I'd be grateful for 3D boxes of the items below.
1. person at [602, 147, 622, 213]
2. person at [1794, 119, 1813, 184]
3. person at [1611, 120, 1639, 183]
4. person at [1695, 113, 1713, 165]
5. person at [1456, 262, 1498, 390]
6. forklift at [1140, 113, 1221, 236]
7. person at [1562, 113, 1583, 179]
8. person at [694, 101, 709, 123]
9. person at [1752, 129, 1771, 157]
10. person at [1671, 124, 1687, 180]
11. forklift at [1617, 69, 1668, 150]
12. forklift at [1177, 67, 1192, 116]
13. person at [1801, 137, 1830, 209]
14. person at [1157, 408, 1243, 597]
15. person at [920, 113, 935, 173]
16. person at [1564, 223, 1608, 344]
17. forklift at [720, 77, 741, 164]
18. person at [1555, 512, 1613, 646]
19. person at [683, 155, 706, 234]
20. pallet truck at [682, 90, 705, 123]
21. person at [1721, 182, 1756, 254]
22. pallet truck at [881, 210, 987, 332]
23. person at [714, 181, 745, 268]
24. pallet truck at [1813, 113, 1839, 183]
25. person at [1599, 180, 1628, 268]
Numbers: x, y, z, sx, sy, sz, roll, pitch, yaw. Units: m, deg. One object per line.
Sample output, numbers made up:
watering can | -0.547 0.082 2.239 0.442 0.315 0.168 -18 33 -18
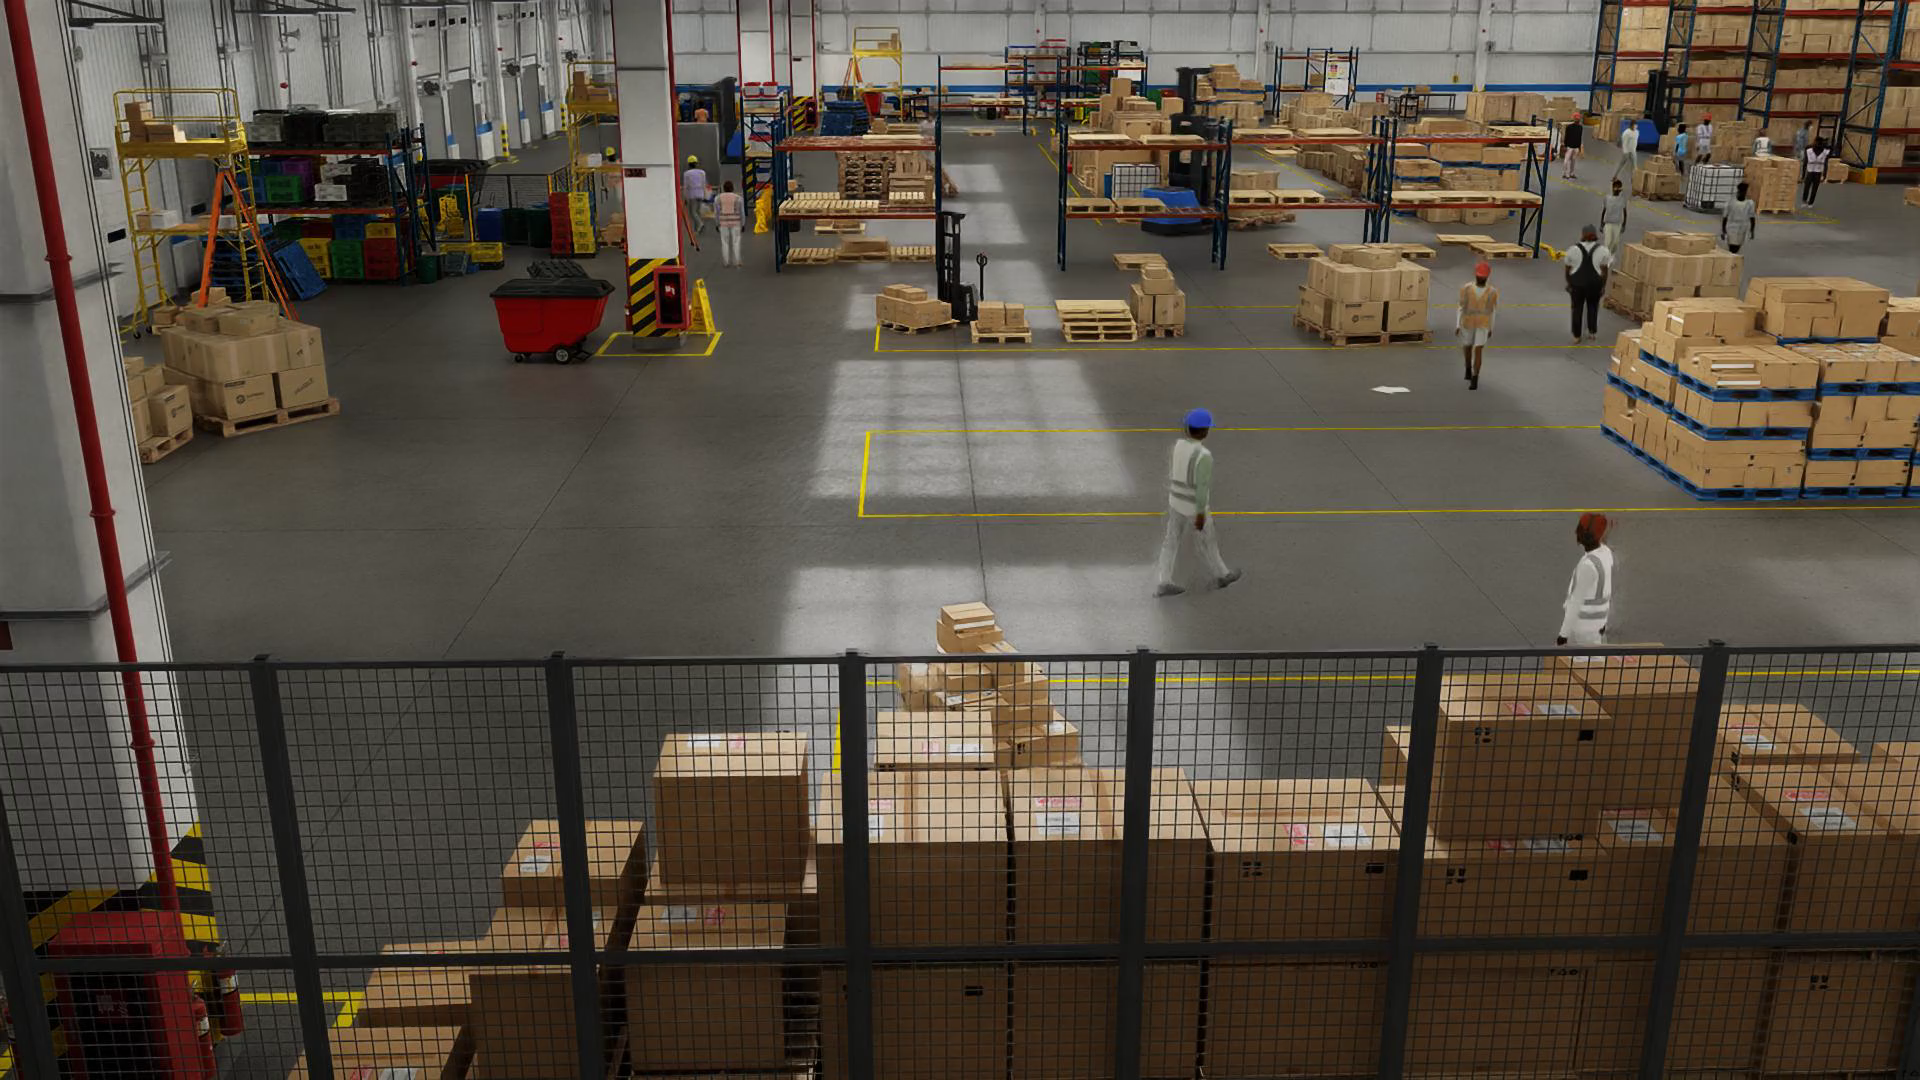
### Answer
person | -8.708 -8.906 41.818 0.583 1.881 0.898 0 19 0
person | 25.328 -11.697 50.057 0.419 1.917 0.662 17 25 41
person | 20.159 -11.728 50.201 0.647 1.894 1.024 -7 20 -21
person | 23.320 -12.379 52.069 0.570 1.915 0.571 -5 19 -13
person | 7.795 -3.274 25.095 0.549 1.909 0.879 8 20 21
forklift | 5.398 -8.829 40.064 1.873 2.768 1.129 -13 23 -34
person | 18.894 -12.150 51.274 0.622 1.997 0.371 -7 20 -19
person | -9.374 -15.084 60.439 0.539 1.698 0.318 -5 19 -16
person | 24.309 -11.623 50.351 0.520 1.597 0.825 -1 19 -2
person | 22.019 -11.893 50.986 0.534 1.679 0.560 -13 22 -33
forklift | 24.781 -15.375 59.481 1.873 2.768 1.129 -1 19 -1
forklift | 8.181 -15.881 60.983 1.873 2.768 1.129 6 20 17
person | 22.878 -9.811 44.510 0.595 1.892 0.796 8 20 23
person | 2.377 -0.384 16.514 0.969 1.897 0.643 -10 21 -27
person | -0.979 -12.651 52.959 0.637 1.883 1.077 -1 19 -4
person | 10.548 -4.365 28.115 0.711 2.000 0.697 6 20 18
forklift | -7.576 -13.878 55.042 1.873 2.768 1.129 -1 19 -1
person | 5.088 0.666 13.515 0.976 1.838 0.593 11 22 29
person | -6.316 -8.256 39.865 0.592 1.907 0.679 -13 23 -34
pallet truck | -9.671 -15.907 62.421 0.823 1.965 1.885 5 19 15
person | 16.118 -6.456 34.499 0.618 1.930 0.957 2 19 6
pallet truck | -0.493 -4.759 29.349 1.885 1.965 0.823 -13 23 -34
person | -4.890 -6.711 35.384 0.634 1.839 0.429 0 19 0
pallet truck | 26.403 -11.957 50.702 0.823 1.965 1.885 6 19 16
person | 13.936 -6.755 35.492 0.533 1.852 0.475 6 19 17
